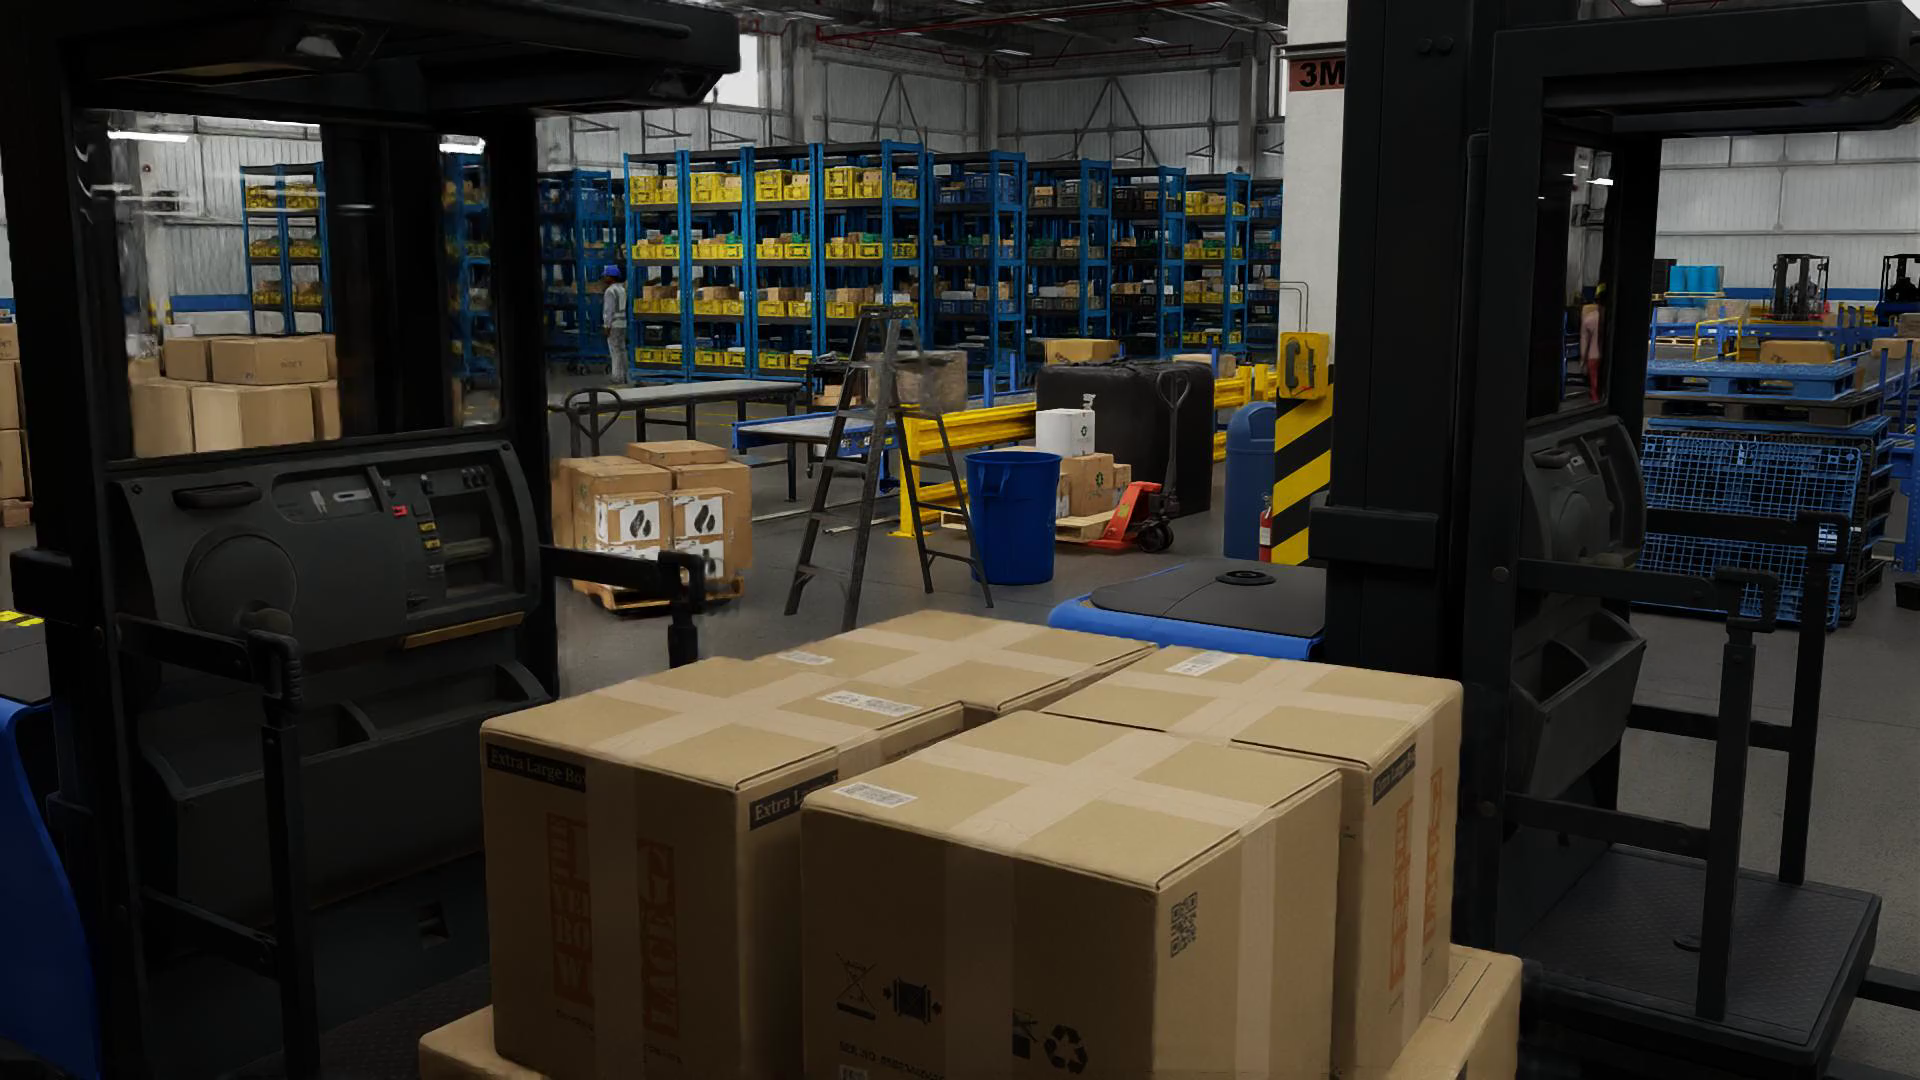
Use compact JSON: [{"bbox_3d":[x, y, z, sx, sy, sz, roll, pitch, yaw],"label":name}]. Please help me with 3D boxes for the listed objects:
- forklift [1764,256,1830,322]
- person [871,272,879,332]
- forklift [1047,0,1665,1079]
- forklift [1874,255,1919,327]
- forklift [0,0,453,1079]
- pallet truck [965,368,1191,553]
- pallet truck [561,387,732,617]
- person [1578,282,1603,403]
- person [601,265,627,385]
[{"bbox_3d":[20.253,-5.854,40.139,1.157,1.987,2.680,7,12,35],"label":"forklift"},{"bbox_3d":[-1.793,-4.709,34.862,0.609,1.779,0.947,5,11,28],"label":"person"},{"bbox_3d":[1.249,-0.137,4.360,1.873,2.768,1.129,7,12,35],"label":"forklift"},{"bbox_3d":[22.089,-5.634,38.796,1.157,1.987,2.680,6,11,33],"label":"forklift"},{"bbox_3d":[-1.592,-0.034,3.744,1.873,2.768,1.129,7,12,35],"label":"forklift"},{"bbox_3d":[0.845,-0.609,11.869,1.630,1.274,0.653,7,12,35],"label":"pallet truck"},{"bbox_3d":[-1.981,-0.274,10.088,0.680,1.201,1.601,-5,11,-28],"label":"pallet truck"},{"bbox_3d":[8.119,-2.385,21.094,0.544,1.739,0.722,4,10,22],"label":"person"},{"bbox_3d":[-5.644,-3.512,27.221,0.375,1.950,0.614,2,10,11],"label":"person"}]
